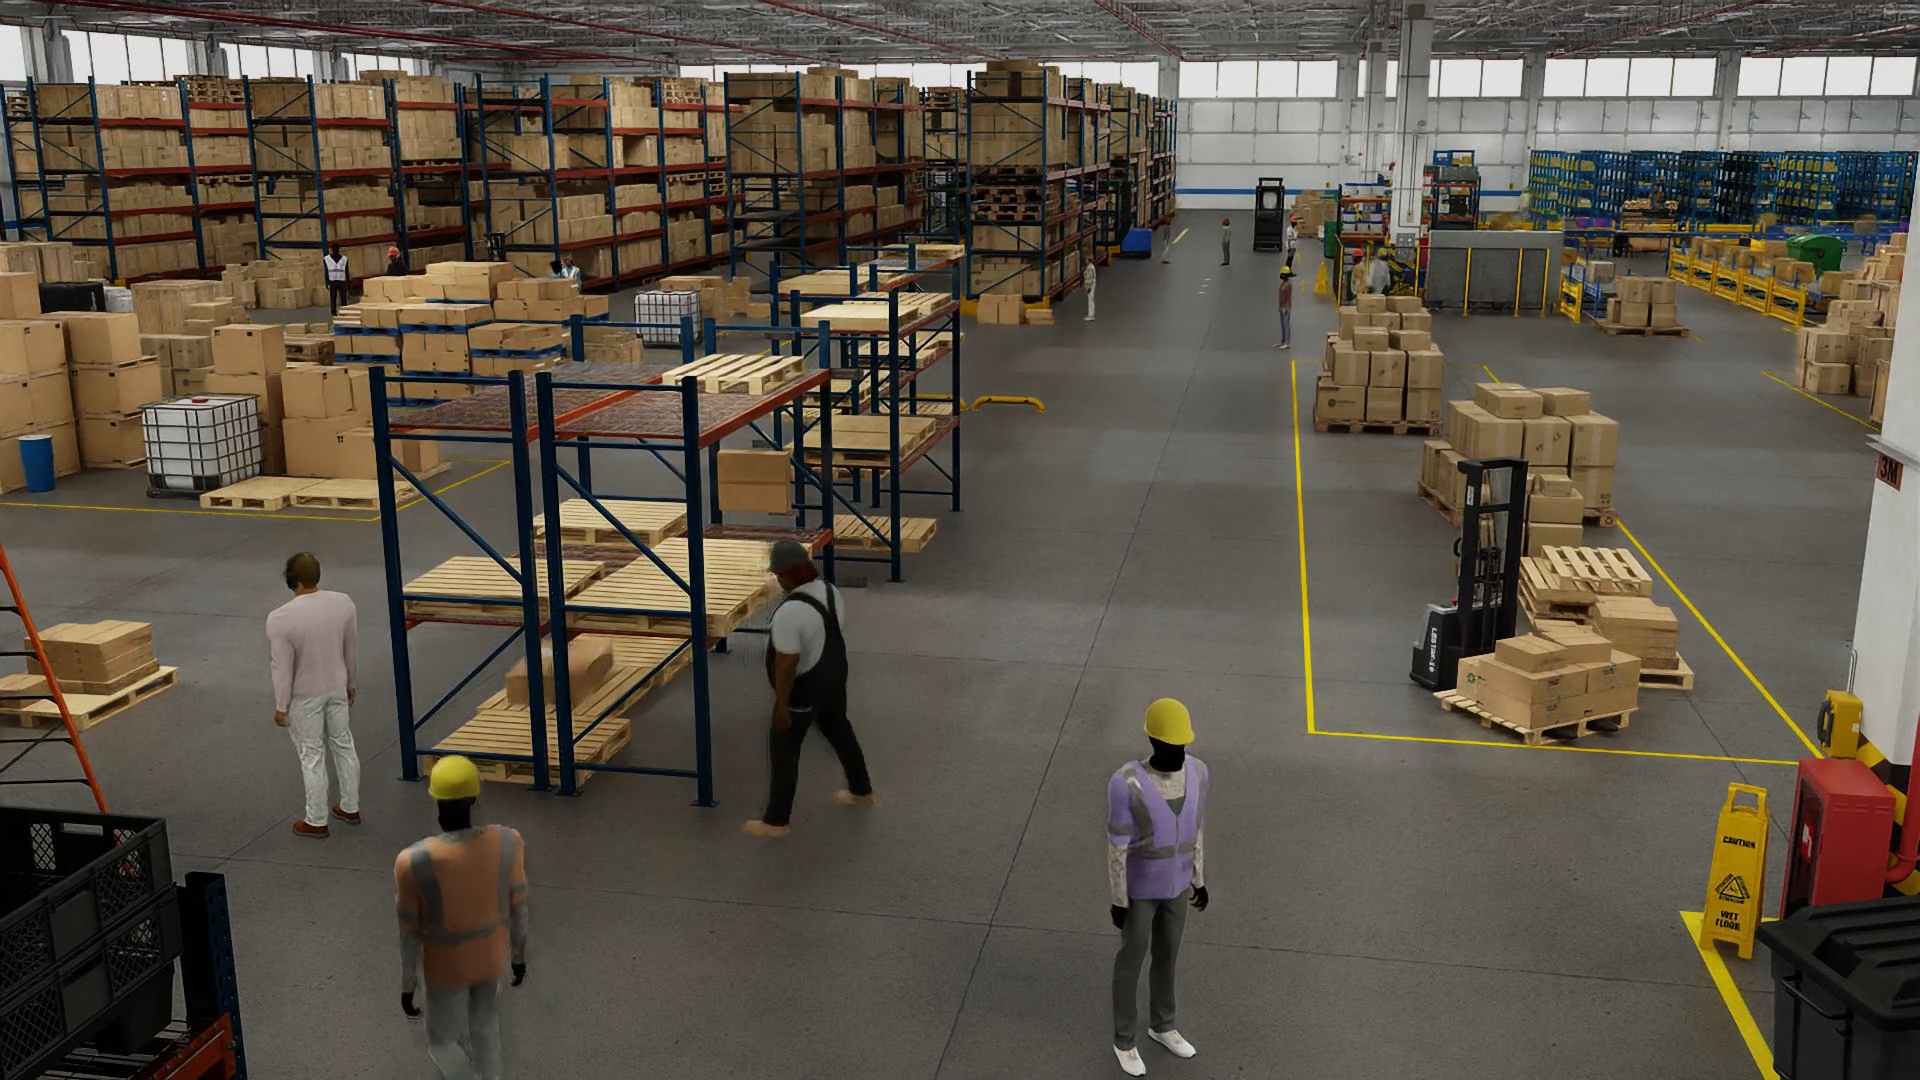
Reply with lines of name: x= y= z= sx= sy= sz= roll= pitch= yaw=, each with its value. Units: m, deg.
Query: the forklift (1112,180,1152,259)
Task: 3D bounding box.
forklift: x=6.082 y=-11.722 z=60.796 sx=1.873 sy=2.768 sz=1.129 roll=2 pitch=14 yaw=9

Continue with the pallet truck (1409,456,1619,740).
pallet truck: x=4.504 y=0.400 z=13.395 sx=0.823 sy=1.965 sz=1.885 roll=-6 pitch=15 yaw=-23

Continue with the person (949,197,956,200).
person: x=-0.370 y=-16.991 z=84.414 sx=0.632 sy=1.809 sz=0.905 roll=2 pitch=14 yaw=8

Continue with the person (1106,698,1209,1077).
person: x=0.992 y=1.698 z=8.269 sx=0.584 sy=1.928 sz=0.374 roll=-8 pitch=16 yaw=-29

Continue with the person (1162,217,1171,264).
person: x=7.308 y=-10.580 z=58.726 sx=0.276 sy=1.631 sz=0.507 roll=0 pitch=14 yaw=0

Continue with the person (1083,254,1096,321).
person: x=3.211 y=-6.240 z=41.082 sx=0.308 sy=1.644 sz=0.513 roll=0 pitch=14 yaw=2

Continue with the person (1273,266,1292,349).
person: x=6.987 y=-5.015 z=35.861 sx=0.311 sy=1.768 sz=0.522 roll=-2 pitch=14 yaw=-7

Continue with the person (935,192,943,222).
person: x=-1.103 y=-17.174 z=85.084 sx=0.404 sy=1.834 sz=0.591 roll=3 pitch=14 yaw=12

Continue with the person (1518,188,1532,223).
person: x=28.342 y=-16.777 z=83.526 sx=0.607 sy=1.807 sz=0.673 roll=0 pitch=14 yaw=1

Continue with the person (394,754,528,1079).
person: x=-2.209 y=1.900 z=7.490 sx=0.599 sy=1.906 sz=0.588 roll=-10 pitch=17 yaw=-36

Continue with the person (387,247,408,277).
person: x=-12.956 y=-5.735 z=38.311 sx=0.609 sy=1.995 sz=0.376 roll=7 pitch=16 yaw=28

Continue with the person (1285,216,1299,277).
person: x=10.675 y=-9.418 z=53.395 sx=0.384 sy=1.930 sz=0.547 roll=8 pitch=16 yaw=31

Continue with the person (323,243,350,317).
person: x=-15.411 y=-6.395 z=41.173 sx=0.587 sy=1.911 sz=0.397 roll=-7 pitch=16 yaw=-28

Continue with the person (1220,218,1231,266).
person: x=9.238 y=-10.358 z=57.823 sx=0.266 sy=1.632 sz=0.509 roll=10 pitch=17 yaw=35

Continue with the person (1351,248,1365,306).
person: x=9.227 y=-5.811 z=38.735 sx=0.364 sy=1.935 sz=0.553 roll=6 pitch=15 yaw=22

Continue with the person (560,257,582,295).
person: x=-9.425 y=-6.045 z=40.318 sx=0.533 sy=1.628 sz=0.323 roll=1 pitch=14 yaw=3

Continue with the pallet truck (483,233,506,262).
pallet truck: x=-11.832 y=-7.026 z=43.548 sx=1.885 sy=1.965 sz=0.823 roll=8 pitch=16 yaw=28

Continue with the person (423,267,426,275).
person: x=-10.929 y=-4.750 z=34.522 sx=0.946 sy=1.901 sz=0.626 roll=9 pitch=16 yaw=31

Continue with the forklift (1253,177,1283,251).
forklift: x=12.083 y=-12.747 z=64.956 sx=1.129 sy=2.768 sz=1.873 roll=3 pitch=14 yaw=10

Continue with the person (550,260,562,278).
person: x=-9.366 y=-5.652 z=38.611 sx=0.404 sy=1.680 sz=0.544 roll=0 pitch=14 yaw=0

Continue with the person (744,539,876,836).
person: x=-1.045 y=0.933 z=11.145 sx=0.587 sy=2.000 sz=0.869 roll=7 pitch=16 yaw=27

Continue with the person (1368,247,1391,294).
person: x=10.458 y=-6.362 z=41.289 sx=0.618 sy=1.780 sz=0.917 roll=-11 pitch=18 yaw=-39

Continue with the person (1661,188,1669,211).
person: x=36.282 y=-17.367 z=85.837 sx=0.565 sy=1.850 sz=0.390 roll=2 pitch=14 yaw=10

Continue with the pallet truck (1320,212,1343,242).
pallet truck: x=15.874 y=-13.227 z=70.310 sx=0.680 sy=1.201 sz=1.601 roll=10 pitch=17 yaw=35

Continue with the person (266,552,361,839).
person: x=-4.263 y=1.018 z=11.008 sx=0.372 sy=1.940 sz=0.631 roll=9 pitch=16 yaw=32

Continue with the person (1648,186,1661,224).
person: x=33.296 y=-15.954 z=79.795 sx=0.614 sy=1.997 sz=0.374 roll=-1 pitch=14 yaw=-4
